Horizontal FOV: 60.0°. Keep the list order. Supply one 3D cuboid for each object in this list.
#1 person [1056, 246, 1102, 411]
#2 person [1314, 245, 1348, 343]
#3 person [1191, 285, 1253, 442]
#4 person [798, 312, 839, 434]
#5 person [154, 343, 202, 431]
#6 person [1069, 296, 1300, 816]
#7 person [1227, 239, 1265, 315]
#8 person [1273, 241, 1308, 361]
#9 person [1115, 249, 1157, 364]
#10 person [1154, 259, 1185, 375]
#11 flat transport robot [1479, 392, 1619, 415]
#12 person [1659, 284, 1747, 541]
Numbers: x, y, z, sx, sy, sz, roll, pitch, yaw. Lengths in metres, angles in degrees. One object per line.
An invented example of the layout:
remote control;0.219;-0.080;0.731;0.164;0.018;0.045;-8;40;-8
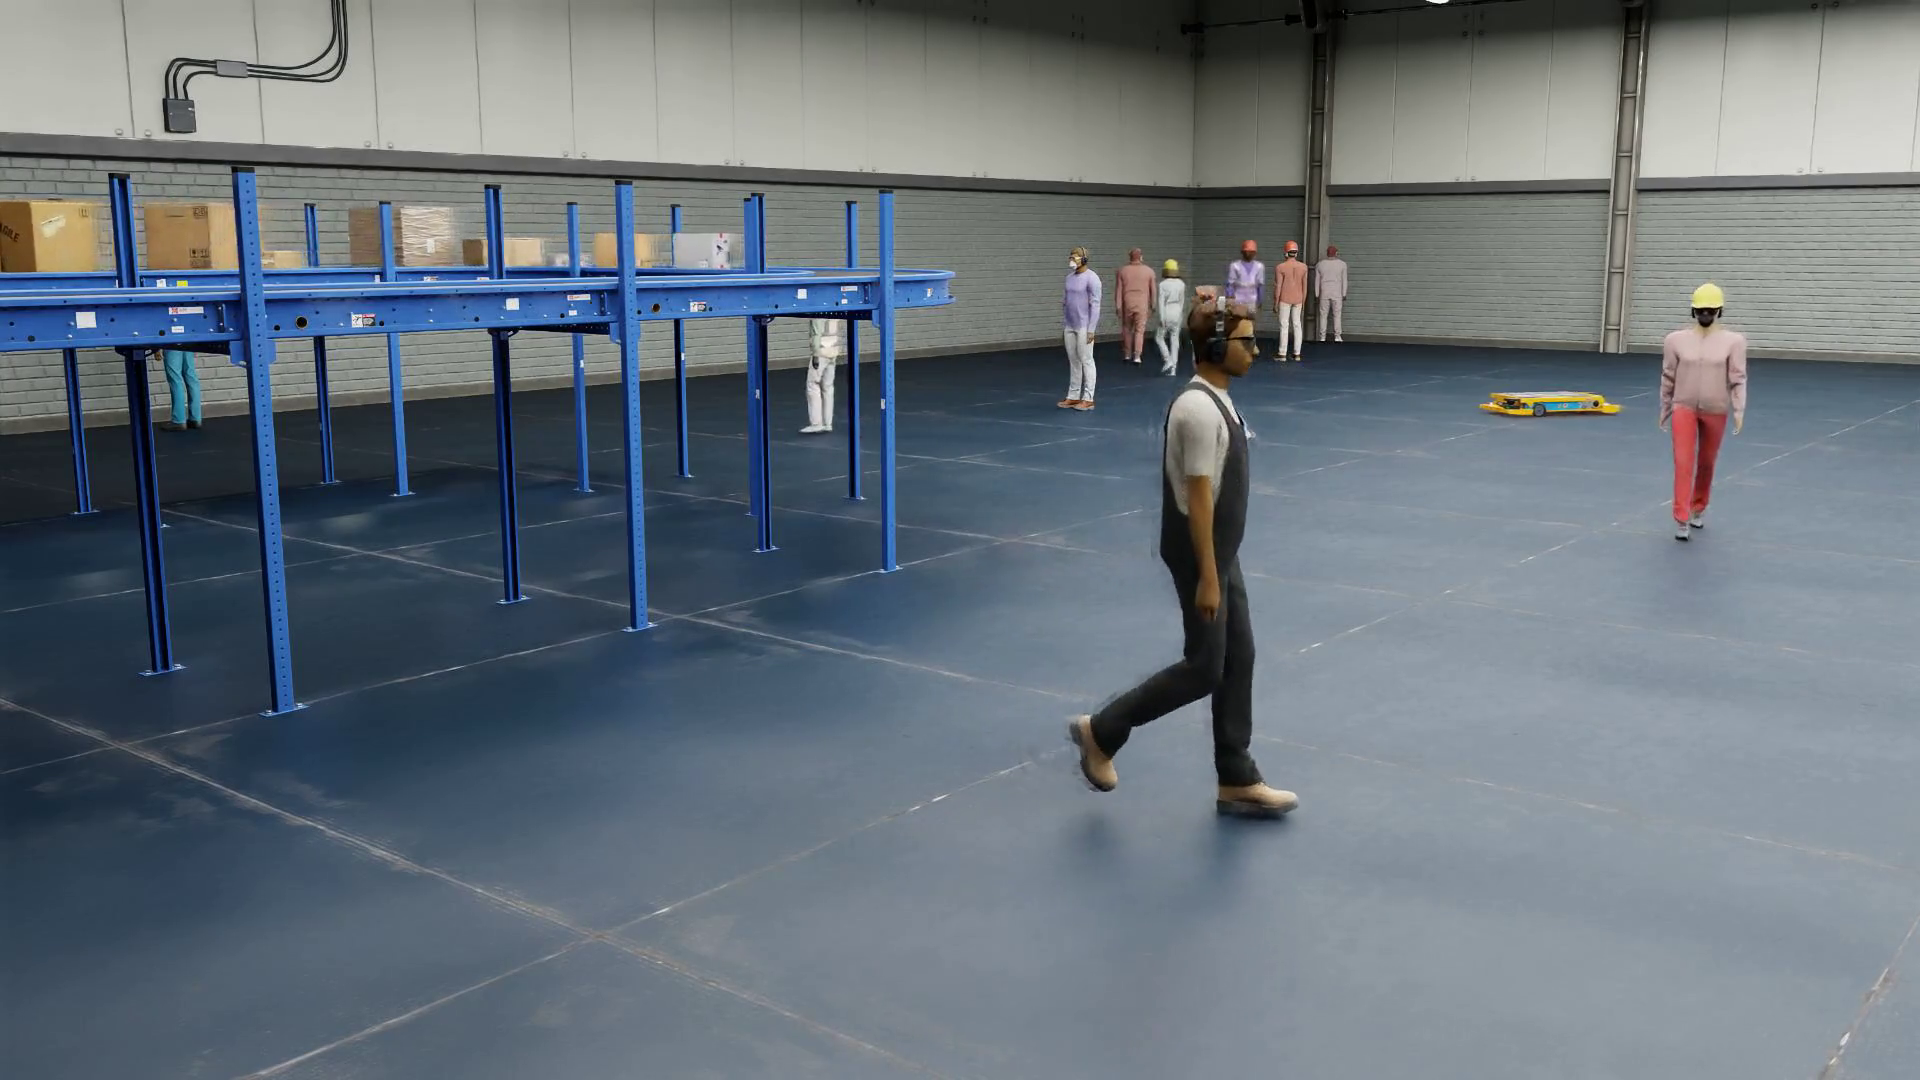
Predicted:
person;1.429;-2.529;19.893;0.372;1.940;0.631;-7;12;-33
person;7.357;-4.878;32.994;0.641;1.910;0.401;4;11;19
person;2.400;-1.611;15.738;0.811;1.605;0.526;0;10;-2
person;-1.445;-1.925;17.400;0.364;1.637;0.535;4;11;19
person;-8.358;-2.101;17.776;0.381;1.845;0.570;3;11;16
person;0.806;0.069;5.802;0.750;1.826;0.524;3;11;16
person;4.916;-4.159;28.660;0.650;2.031;0.581;-1;10;-3
person;5.545;-4.016;27.980;0.611;1.995;0.381;-4;11;-19
person;2.915;-3.862;27.499;0.660;1.863;0.965;2;10;12
person;3.141;-3.337;24.944;0.493;1.727;0.383;-5;11;-25
flat transport robot;6.931;-1.615;19.567;1.431;0.197;0.652;-2;10;-13
person;5.120;-0.904;11.486;0.534;1.724;0.890;4;11;21
